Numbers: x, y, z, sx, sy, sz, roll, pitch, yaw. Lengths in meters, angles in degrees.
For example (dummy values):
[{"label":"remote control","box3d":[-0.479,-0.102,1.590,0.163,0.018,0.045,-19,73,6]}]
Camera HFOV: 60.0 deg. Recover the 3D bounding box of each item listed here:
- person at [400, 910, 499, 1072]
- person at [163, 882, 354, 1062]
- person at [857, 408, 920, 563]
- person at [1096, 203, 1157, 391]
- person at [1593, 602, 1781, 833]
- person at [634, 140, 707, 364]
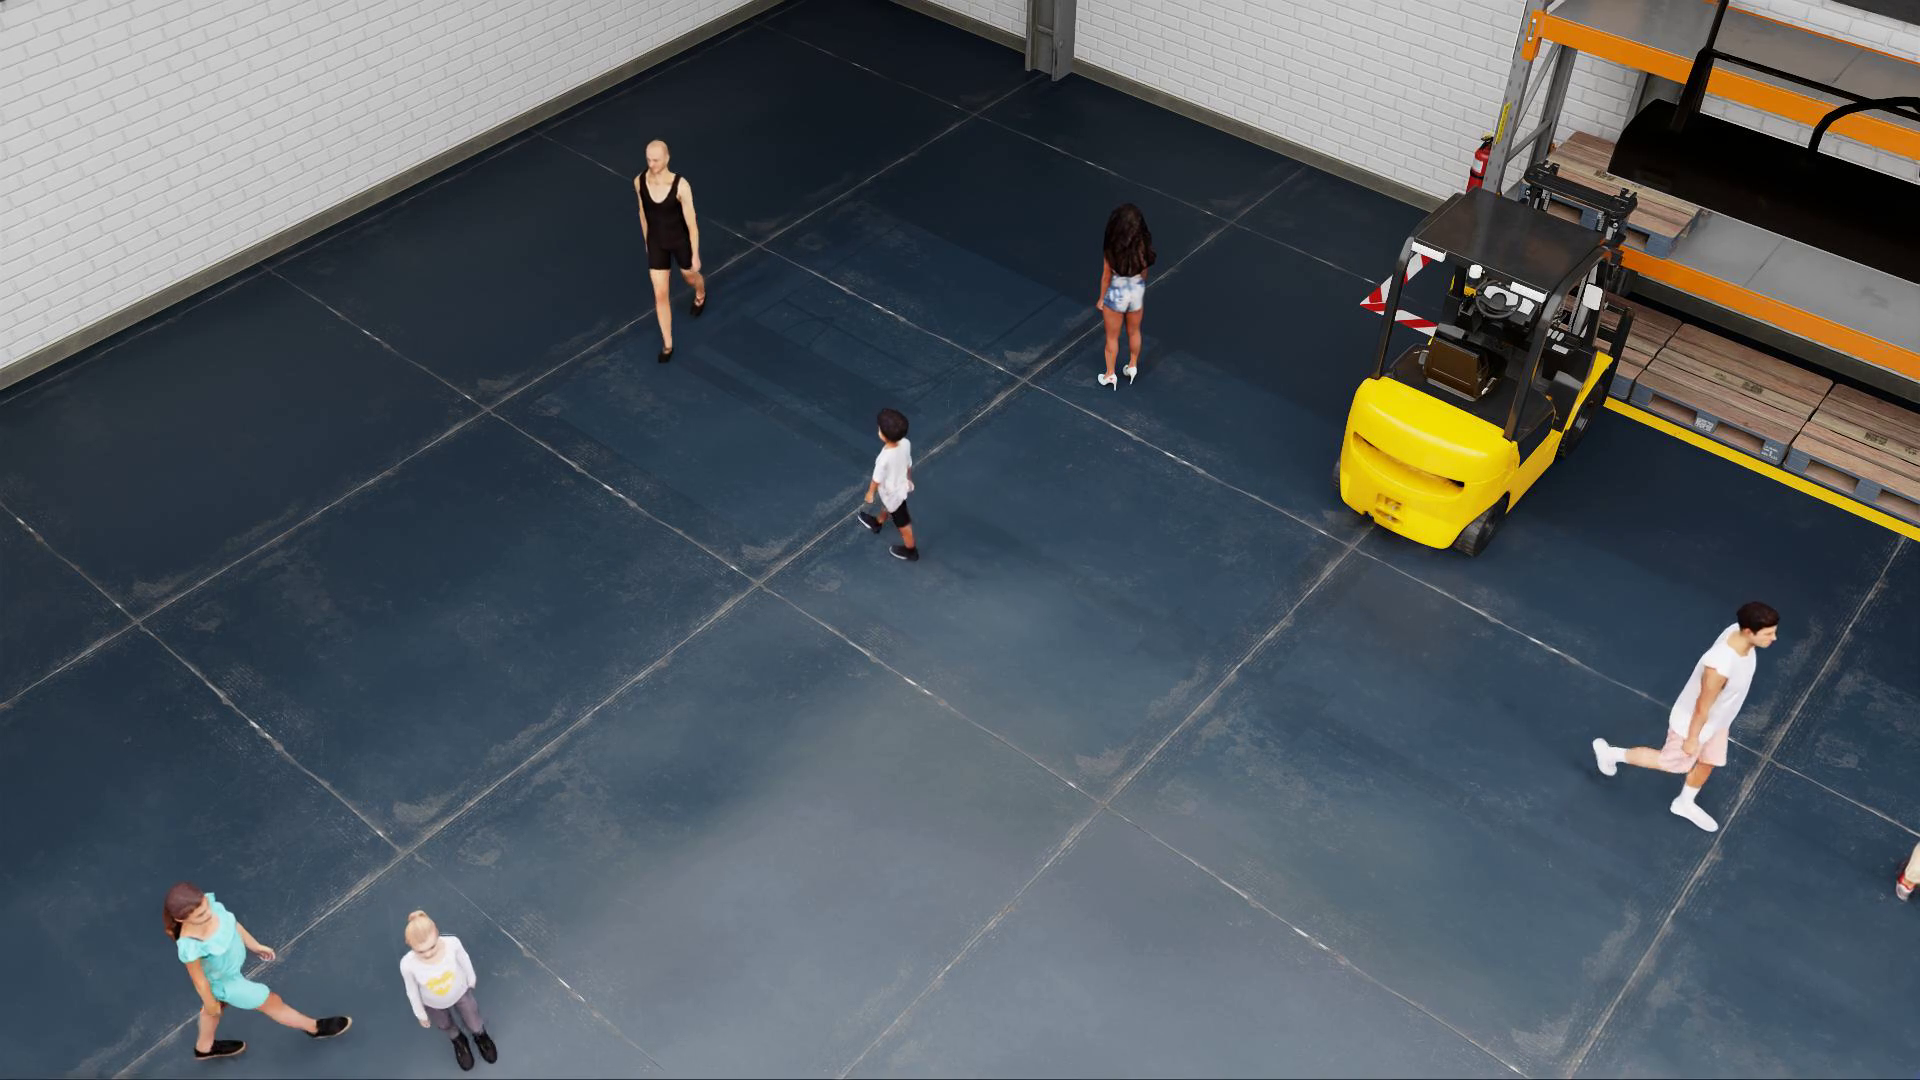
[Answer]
[{"label":"person","box3d":[-2.694,2.301,8.641,0.566,1.271,0.603,-18,46,-18]},{"label":"person","box3d":[-3.859,2.233,8.541,1.028,1.509,1.041,-8,44,-8]},{"label":"person","box3d":[-0.402,-0.342,11.443,0.824,1.234,0.563,22,48,22]},{"label":"person","box3d":[1.251,-1.858,12.751,0.658,1.624,0.679,-18,47,-18]},{"label":"person","box3d":[4.240,0.973,9.678,1.069,1.763,0.695,34,53,30]},{"label":"person","box3d":[-2.245,-2.378,13.190,1.216,1.773,1.085,9,44,10]}]
